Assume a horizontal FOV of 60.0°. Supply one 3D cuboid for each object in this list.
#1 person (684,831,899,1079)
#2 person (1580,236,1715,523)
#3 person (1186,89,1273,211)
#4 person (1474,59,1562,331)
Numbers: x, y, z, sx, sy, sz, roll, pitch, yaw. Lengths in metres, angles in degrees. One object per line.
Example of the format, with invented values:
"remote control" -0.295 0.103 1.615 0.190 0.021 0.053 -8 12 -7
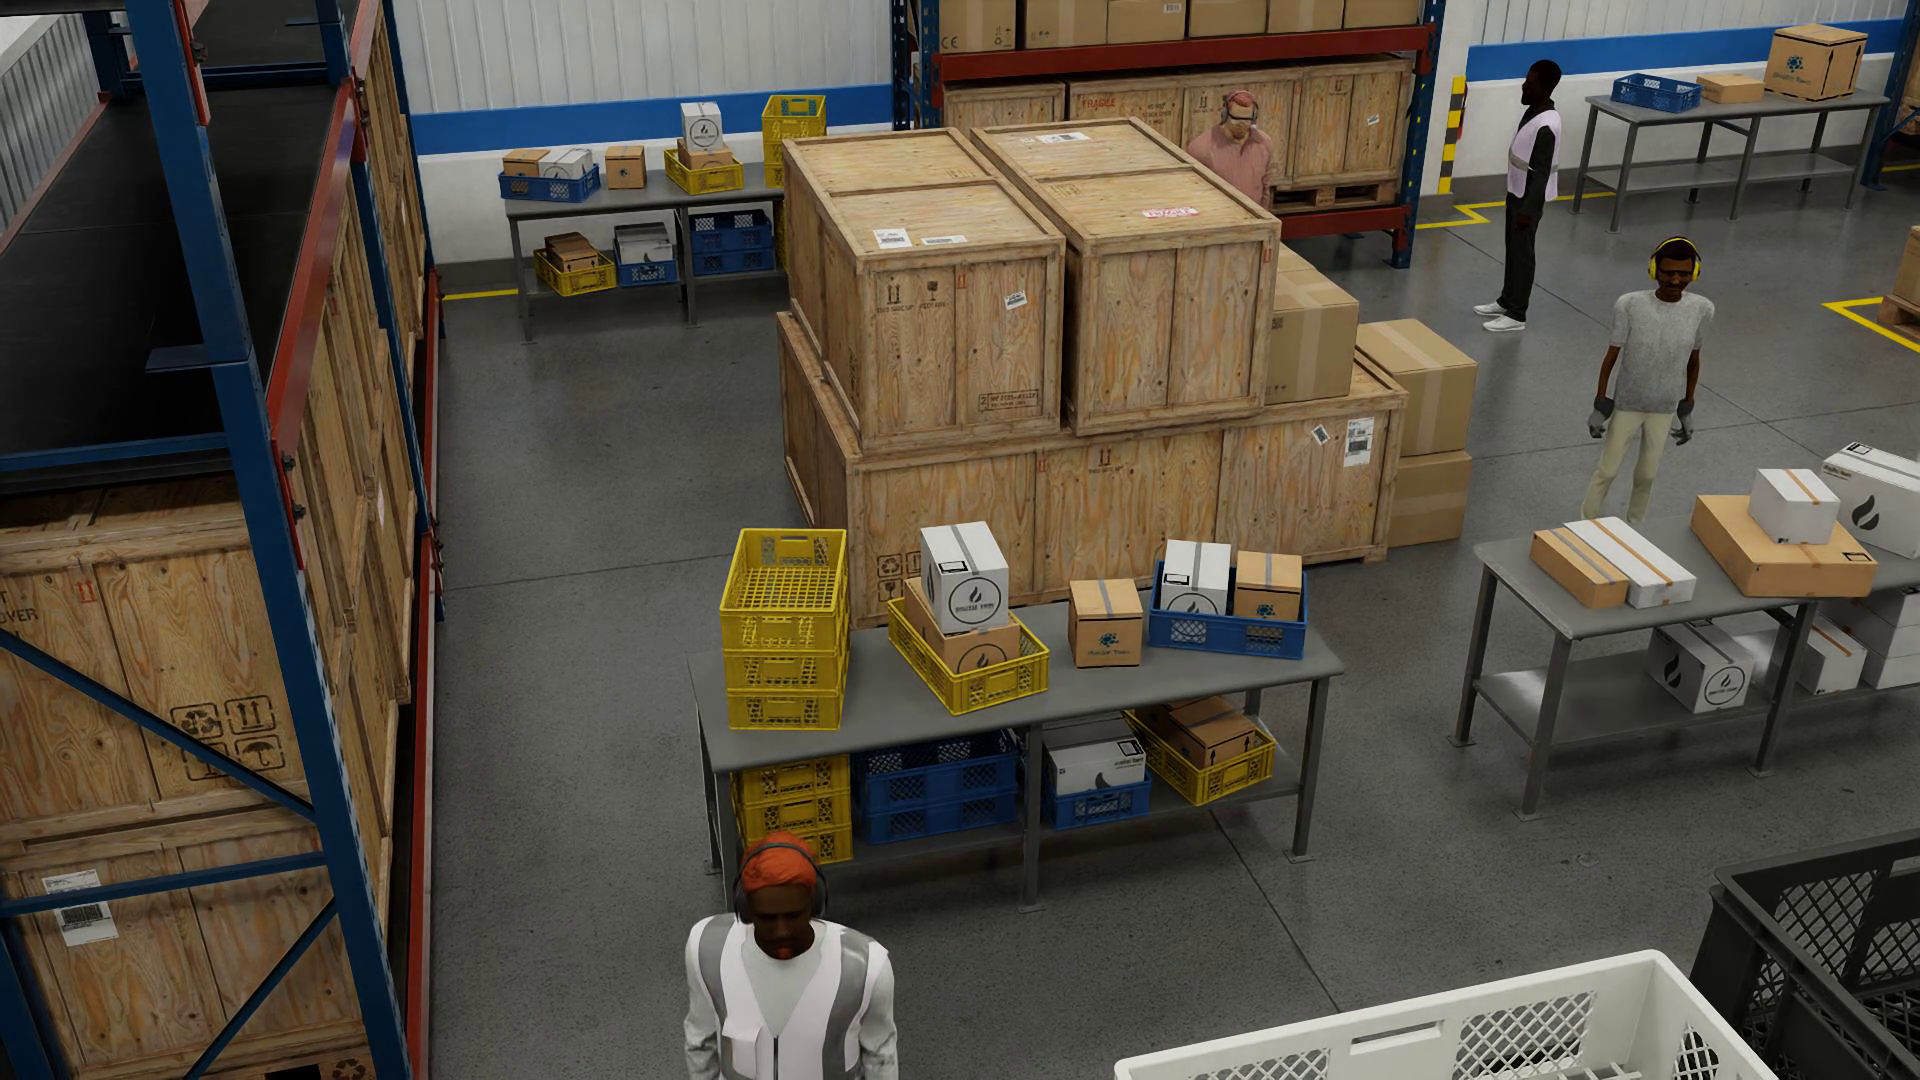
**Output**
"person" -0.459 1.582 4.557 0.583 1.884 0.350 4 29 7
"person" 3.574 -0.682 8.681 0.537 1.869 0.312 3 29 6
"person" 1.800 -2.066 11.164 0.641 1.901 0.401 -10 30 -18
"person" 4.023 -2.438 11.823 0.391 1.915 0.593 3 29 5
